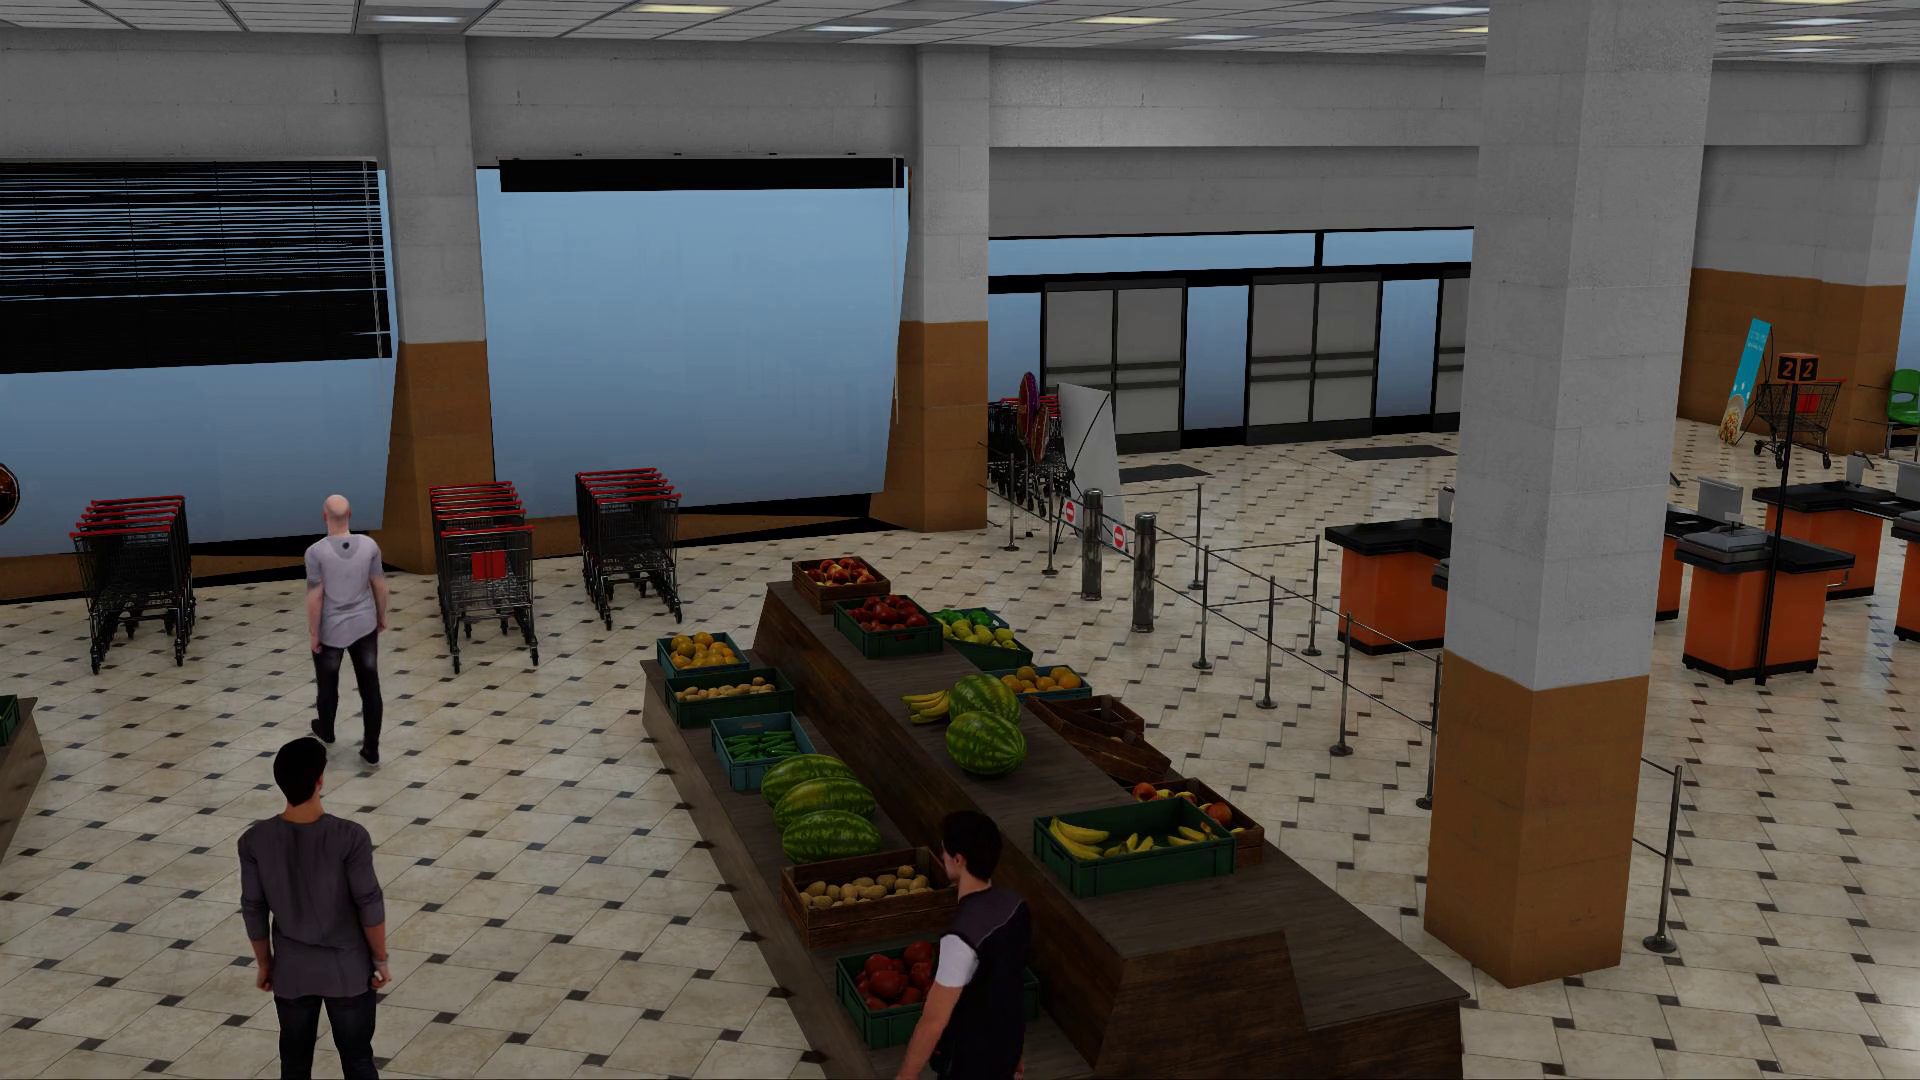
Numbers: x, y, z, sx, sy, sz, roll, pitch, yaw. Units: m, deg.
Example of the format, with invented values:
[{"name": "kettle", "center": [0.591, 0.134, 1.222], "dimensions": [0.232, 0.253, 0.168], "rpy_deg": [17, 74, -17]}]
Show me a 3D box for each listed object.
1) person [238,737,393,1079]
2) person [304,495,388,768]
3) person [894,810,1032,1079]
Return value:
[{"name": "person", "center": [-2.533, 1.669, 6.581], "dimensions": [0.730, 1.853, 0.643], "rpy_deg": [-1, 14, -4]}, {"name": "person", "center": [-4.022, 0.629, 10.974], "dimensions": [0.882, 1.804, 1.142], "rpy_deg": [-9, 17, -34]}, {"name": "person", "center": [0.170, 1.890, 5.816], "dimensions": [1.176, 1.784, 1.235], "rpy_deg": [3, 14, 13]}]
